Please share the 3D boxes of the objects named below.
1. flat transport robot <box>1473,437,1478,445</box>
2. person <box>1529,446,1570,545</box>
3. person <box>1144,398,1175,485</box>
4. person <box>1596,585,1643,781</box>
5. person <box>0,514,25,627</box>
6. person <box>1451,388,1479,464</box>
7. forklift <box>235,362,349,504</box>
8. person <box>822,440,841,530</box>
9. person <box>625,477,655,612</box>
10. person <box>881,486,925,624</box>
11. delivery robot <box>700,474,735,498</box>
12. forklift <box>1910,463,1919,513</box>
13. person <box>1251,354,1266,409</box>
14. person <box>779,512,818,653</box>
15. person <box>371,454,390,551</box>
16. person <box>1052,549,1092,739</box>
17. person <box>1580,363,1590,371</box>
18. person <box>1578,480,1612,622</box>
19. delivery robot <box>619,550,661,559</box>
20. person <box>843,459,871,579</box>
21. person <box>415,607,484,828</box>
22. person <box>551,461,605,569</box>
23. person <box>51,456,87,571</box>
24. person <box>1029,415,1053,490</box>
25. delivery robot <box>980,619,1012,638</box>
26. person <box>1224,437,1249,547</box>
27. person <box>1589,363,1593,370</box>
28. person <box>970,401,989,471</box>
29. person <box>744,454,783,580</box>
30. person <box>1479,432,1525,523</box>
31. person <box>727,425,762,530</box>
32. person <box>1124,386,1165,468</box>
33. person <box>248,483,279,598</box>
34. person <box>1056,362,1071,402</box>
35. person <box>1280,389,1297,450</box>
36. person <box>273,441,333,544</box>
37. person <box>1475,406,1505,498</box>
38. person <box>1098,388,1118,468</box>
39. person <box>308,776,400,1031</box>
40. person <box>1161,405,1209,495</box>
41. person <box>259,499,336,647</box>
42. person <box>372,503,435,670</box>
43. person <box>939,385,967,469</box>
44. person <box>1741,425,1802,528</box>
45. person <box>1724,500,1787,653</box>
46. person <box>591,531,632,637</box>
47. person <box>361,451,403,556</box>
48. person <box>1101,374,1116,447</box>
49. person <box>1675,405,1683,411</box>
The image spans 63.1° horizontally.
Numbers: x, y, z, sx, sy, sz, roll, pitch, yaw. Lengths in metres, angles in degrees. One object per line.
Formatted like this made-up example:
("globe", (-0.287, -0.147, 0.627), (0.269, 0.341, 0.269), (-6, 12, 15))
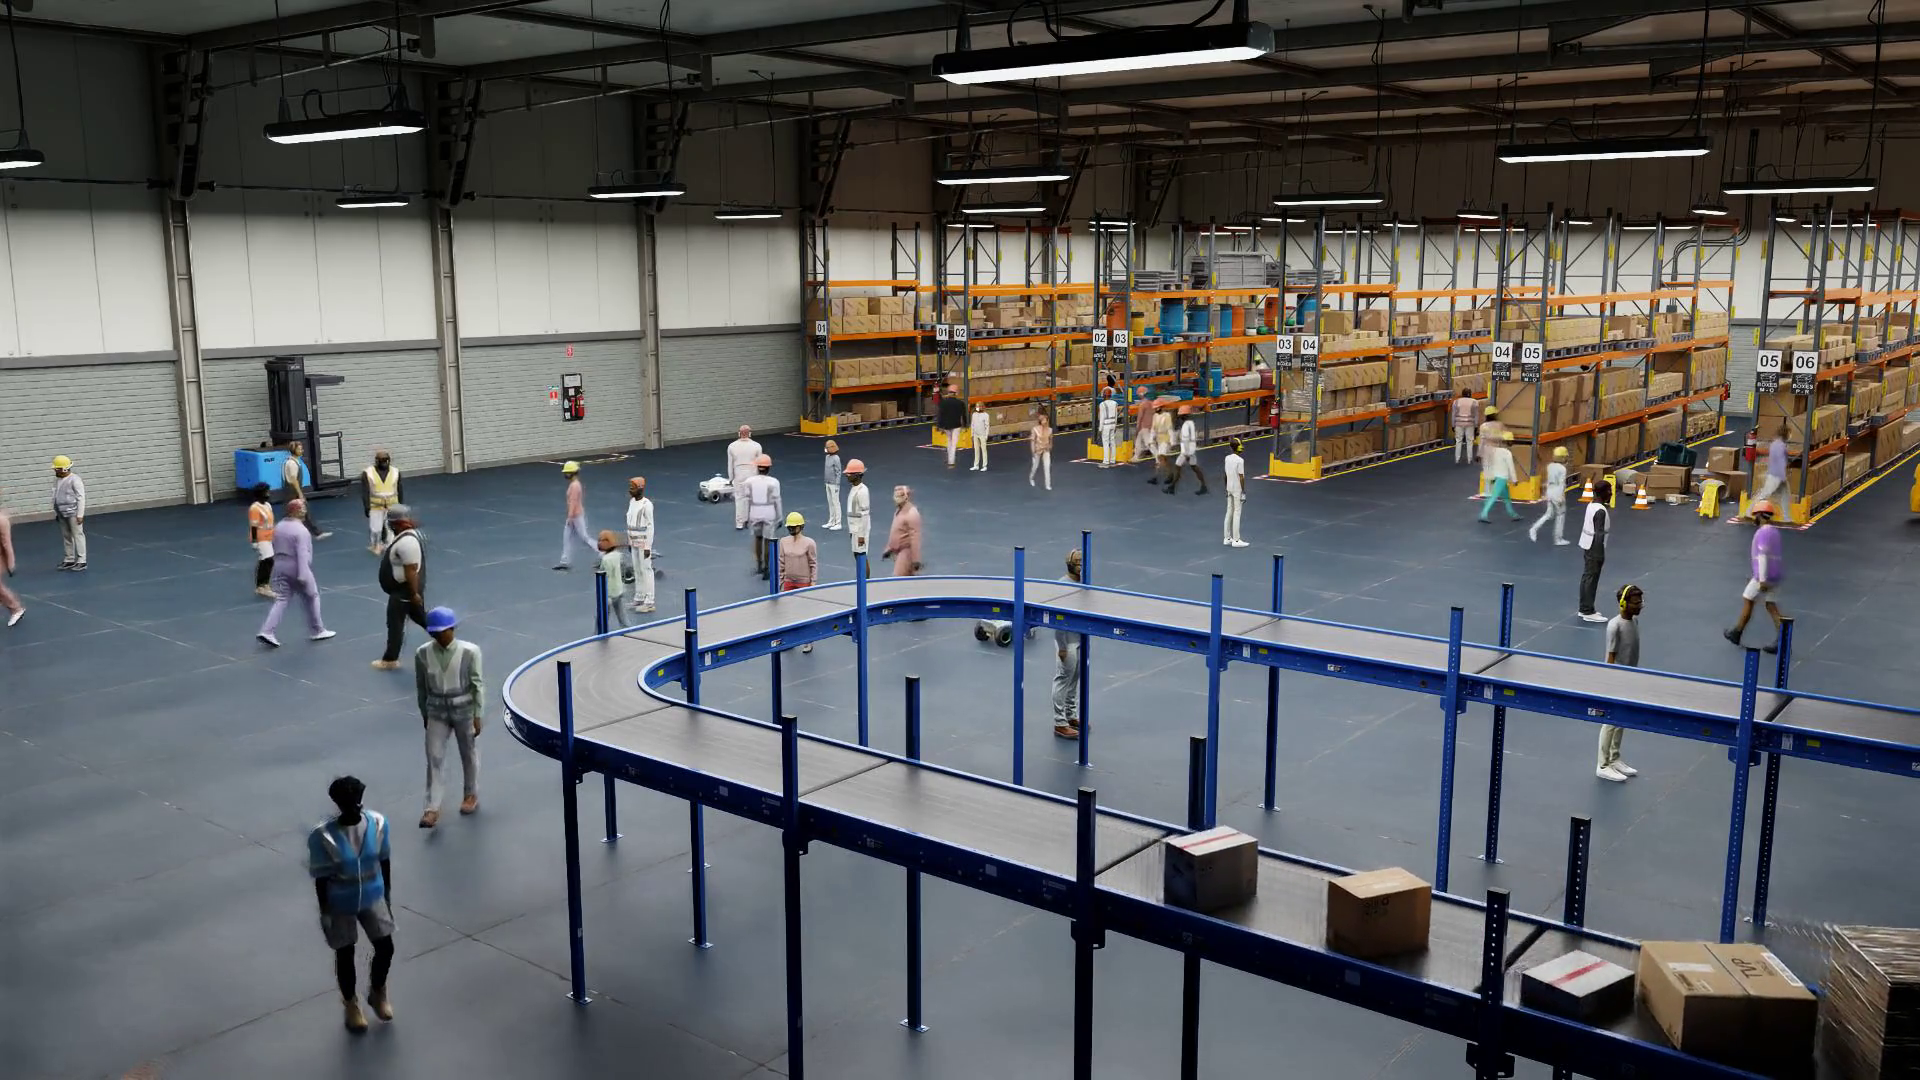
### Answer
("flat transport robot", (14.330, -2.694, 41.986), (0.652, 0.197, 1.431), (8, 13, 39))
("person", (10.206, -0.765, 26.918), (0.662, 1.719, 0.492), (-3, 10, -15))
("person", (4.360, -2.146, 34.231), (0.978, 1.884, 0.561), (-5, 11, -26))
("person", (6.247, 1.332, 14.746), (0.517, 1.865, 0.323), (-9, 14, -42))
("person", (-12.768, 0.281, 20.630), (0.653, 1.872, 0.950), (3, 11, 17))
("person", (12.209, -2.761, 37.833), (0.624, 1.841, 0.430), (4, 11, 23))
("forklift", (-13.803, -2.244, 32.110), (1.129, 2.768, 1.873), (8, 13, 37))
("person", (-2.336, -1.007, 28.532), (0.265, 1.632, 0.508), (-6, 12, -30))
("person", (-4.471, 0.057, 21.847), (0.355, 1.883, 0.575), (-8, 13, -39))
("person", (-0.857, 0.203, 21.064), (0.909, 1.869, 0.655), (-2, 10, -14))
("delivery robot", (-4.938, -1.103, 31.968), (0.707, 0.478, 0.477), (-9, 13, -41))
("forklift", (19.034, -1.348, 28.998), (2.313, 2.155, 1.214), (8, 13, 37))
("person", (9.870, -5.271, 52.008), (0.624, 1.815, 0.459), (7, 12, 35))
("person", (-2.038, 0.524, 19.547), (0.534, 1.767, 0.318), (4, 11, 22))
("person", (-9.744, -0.666, 26.487), (0.416, 1.696, 0.544), (-3, 11, -18))
("person", (1.162, 1.046, 16.119), (0.378, 1.940, 0.628), (6, 12, 31))
("person", (18.030, -4.181, 45.244), (0.605, 2.045, 0.381), (6, 12, 30))
("person", (8.650, 0.132, 21.319), (0.398, 1.920, 0.589), (2, 10, 11))
("delivery robot", (-4.962, 0.175, 24.032), (0.698, 0.223, 0.335), (-6, 12, -30))
("person", (-1.484, -0.148, 22.544), (0.386, 2.045, 0.605), (-3, 10, -15))
("person", (-4.423, 1.526, 13.528), (0.607, 1.901, 0.970), (-1, 10, -4))
("person", (-6.043, -0.397, 24.826), (0.861, 1.733, 0.525), (-4, 11, -19))
("person", (-14.097, -0.429, 24.738), (0.591, 1.828, 0.404), (5, 11, 25))
("person", (1.729, -1.910, 33.699), (0.517, 1.612, 0.753), (-3, 10, -16))
("delivery robot", (0.613, 0.997, 20.147), (0.707, 0.478, 0.477), (-8, 13, -37))
("person", (4.742, -0.833, 26.877), (0.328, 1.876, 0.514), (-5, 11, -28))
("person", (19.214, -4.617, 48.031), (0.545, 1.929, 0.389), (-3, 10, -16))
("person", (0.463, -2.432, 36.556), (0.499, 1.633, 0.286), (7, 12, 36))
("person", (-3.012, -0.381, 24.204), (0.587, 1.916, 0.665), (2, 10, 10))
("person", (10.145, -1.168, 29.207), (0.932, 1.713, 0.534), (-1, 10, -4))
("person", (-3.897, -1.142, 28.533), (0.652, 1.904, 0.403), (0, 10, -1))
("person", (4.434, -2.693, 37.136), (0.999, 1.955, 0.611), (4, 11, 23))
("person", (-10.073, -0.005, 22.727), (0.483, 1.679, 0.547), (-1, 10, -4))
("person", (3.166, -4.562, 48.028), (0.571, 1.823, 0.801), (8, 13, 36))
("person", (8.540, -3.286, 40.540), (0.564, 1.921, 0.664), (-8, 13, -37))
("person", (-11.446, -0.820, 27.035), (0.981, 1.789, 0.546), (-3, 10, -14))
("person", (10.941, -1.821, 32.323), (0.596, 1.912, 0.425), (-4, 11, -20))
("person", (3.500, -2.658, 37.126), (0.575, 1.882, 0.359), (-9, 14, -42))
("person", (-3.810, 2.291, 9.864), (0.532, 1.675, 0.406), (-8, 13, -39))
("person", (4.774, -1.880, 32.776), (1.012, 1.886, 0.555), (5, 11, 28))
("person", (-8.531, 0.407, 19.937), (0.657, 1.862, 0.949), (7, 12, 33))
("person", (-6.600, 0.529, 18.862), (0.931, 2.000, 0.687), (-2, 10, -11))
("person", (-0.113, -2.712, 37.229), (0.613, 1.951, 0.964), (4, 11, 23))
("person", (15.003, -1.185, 28.842), (1.005, 1.896, 0.643), (5, 11, 26))
("person", (10.088, 0.454, 19.668), (0.591, 1.865, 0.840), (-7, 12, -34))
("person", (-4.361, 0.676, 19.148), (0.817, 1.591, 0.525), (1, 10, 6))
("person", (-9.406, -0.554, 25.486), (0.631, 1.824, 0.634), (-5, 11, -28))
("person", (3.895, -3.324, 40.657), (0.375, 1.959, 0.603), (-5, 11, -27))
("person", (21.043, -4.135, 45.618), (0.499, 1.819, 0.660), (4, 11, 23))
